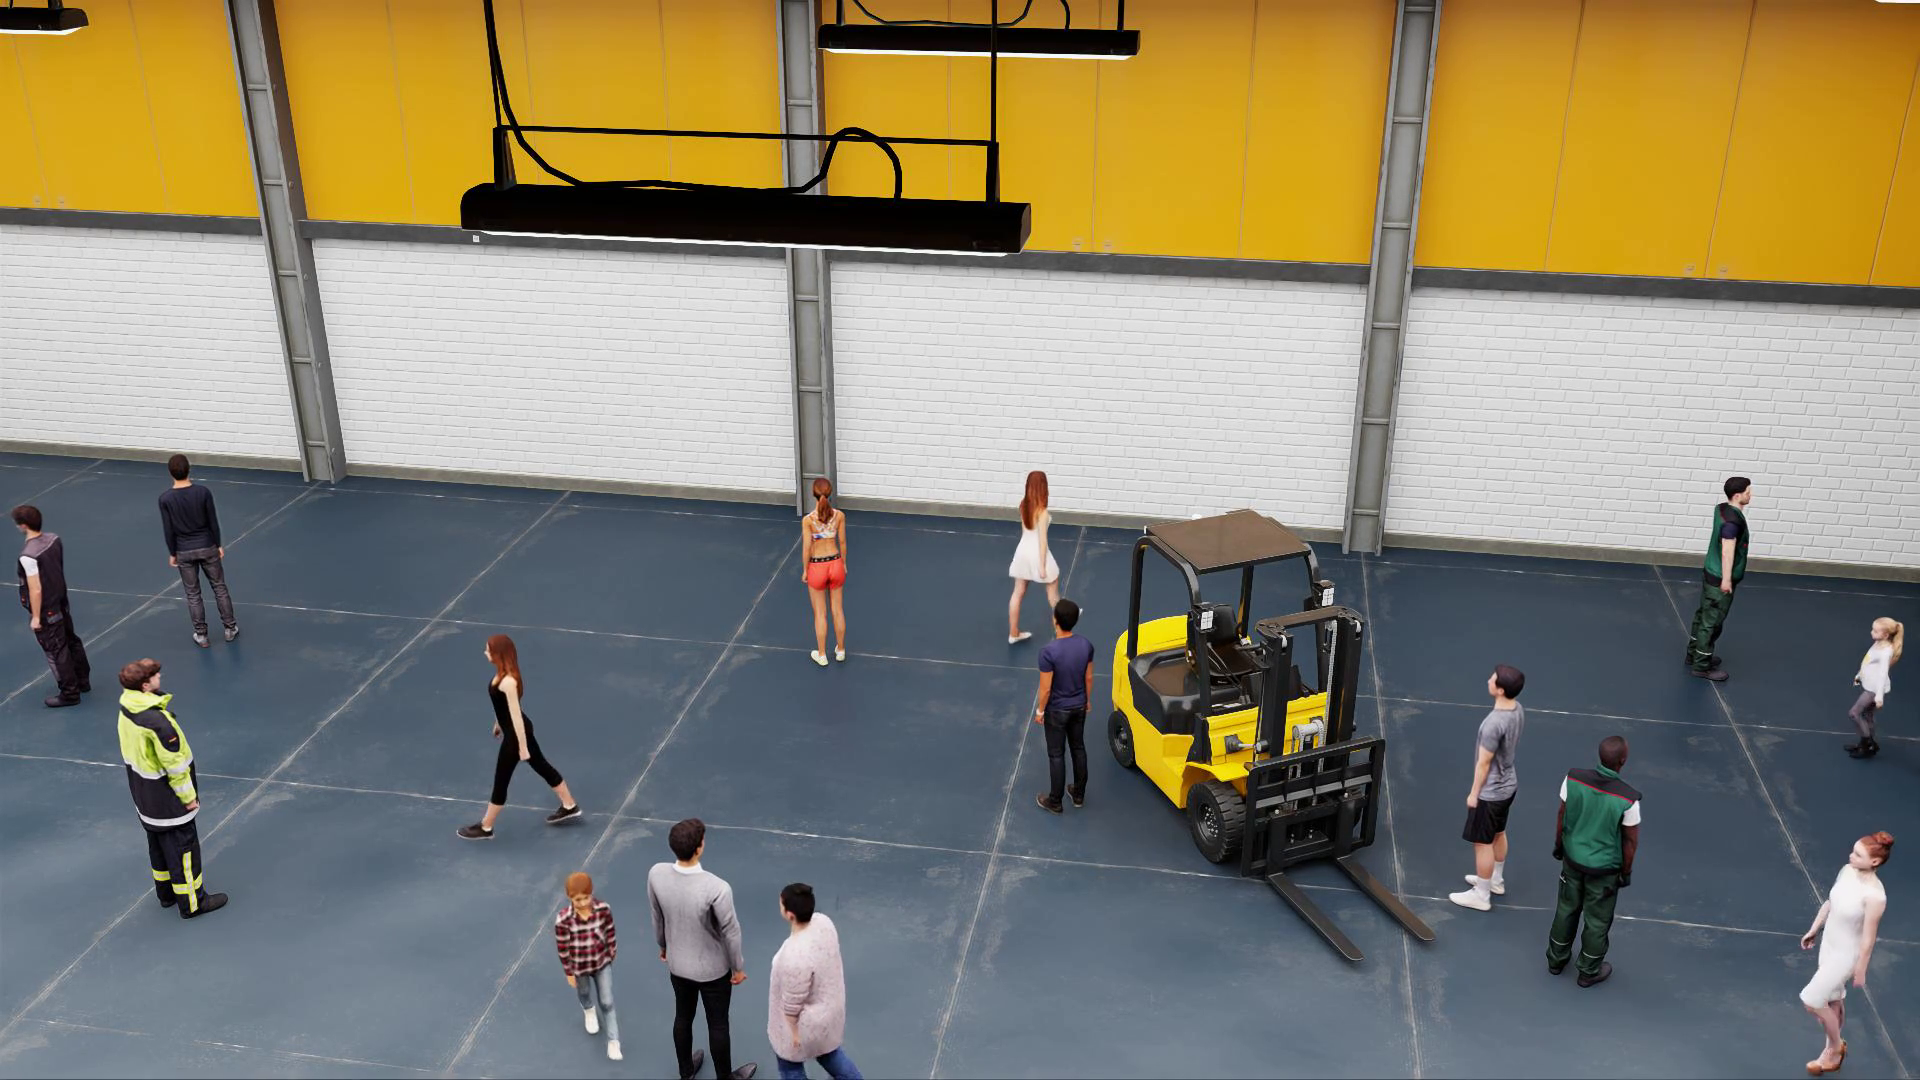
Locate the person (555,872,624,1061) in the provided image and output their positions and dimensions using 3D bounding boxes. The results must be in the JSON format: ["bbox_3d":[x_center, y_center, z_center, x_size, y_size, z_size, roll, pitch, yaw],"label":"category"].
[{"bbox_3d":[-2.361,2.609,10.476,0.913,1.270,0.866,-9,25,-19],"label":"person"}]

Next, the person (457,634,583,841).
[{"bbox_3d":[-3.254,1.484,12.544,1.240,1.676,0.956,-6,24,-14],"label":"person"}]

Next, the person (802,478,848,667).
[{"bbox_3d":[-1.228,0.286,15.142,0.634,1.789,0.731,-9,25,-20],"label":"person"}]

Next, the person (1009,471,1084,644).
[{"bbox_3d":[0.614,0.192,15.492,1.061,1.681,1.030,-17,29,-35],"label":"person"}]

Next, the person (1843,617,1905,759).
[{"bbox_3d":[7.575,1.227,13.639,0.578,1.269,0.560,12,26,25],"label":"person"}]

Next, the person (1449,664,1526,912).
[{"bbox_3d":[3.781,1.740,11.723,0.708,1.864,0.719,18,29,35],"label":"person"}]

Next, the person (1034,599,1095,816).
[{"bbox_3d":[0.817,1.285,12.850,0.687,1.793,0.776,-12,26,-26],"label":"person"}]

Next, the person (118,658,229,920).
[{"bbox_3d":[-5.575,1.718,11.625,0.780,1.983,0.926,17,29,34],"label":"person"}]

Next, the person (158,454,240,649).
[{"bbox_3d":[-7.104,0.098,15.471,0.694,1.869,0.774,-13,27,-27],"label":"person"}]

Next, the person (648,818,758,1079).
[{"bbox_3d":[-1.568,2.495,9.922,0.639,1.923,0.842,9,25,19],"label":"person"}]

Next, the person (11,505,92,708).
[{"bbox_3d":[-7.905,0.555,14.453,0.628,1.848,0.689,0,24,-1],"label":"person"}]

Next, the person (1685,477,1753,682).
[{"bbox_3d":[6.833,0.313,14.940,0.580,1.901,0.684,6,24,13],"label":"person"}]

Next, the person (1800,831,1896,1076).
[{"bbox_3d":[5.419,2.520,10.041,0.608,1.782,0.574,3,24,6],"label":"person"}]

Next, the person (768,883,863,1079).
[{"bbox_3d":[-0.809,2.728,9.626,1.004,1.732,0.842,11,26,23],"label":"person"}]

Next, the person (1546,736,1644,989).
[{"bbox_3d":[4.163,2.138,10.956,0.742,1.748,0.846,21,31,40],"label":"person"}]
